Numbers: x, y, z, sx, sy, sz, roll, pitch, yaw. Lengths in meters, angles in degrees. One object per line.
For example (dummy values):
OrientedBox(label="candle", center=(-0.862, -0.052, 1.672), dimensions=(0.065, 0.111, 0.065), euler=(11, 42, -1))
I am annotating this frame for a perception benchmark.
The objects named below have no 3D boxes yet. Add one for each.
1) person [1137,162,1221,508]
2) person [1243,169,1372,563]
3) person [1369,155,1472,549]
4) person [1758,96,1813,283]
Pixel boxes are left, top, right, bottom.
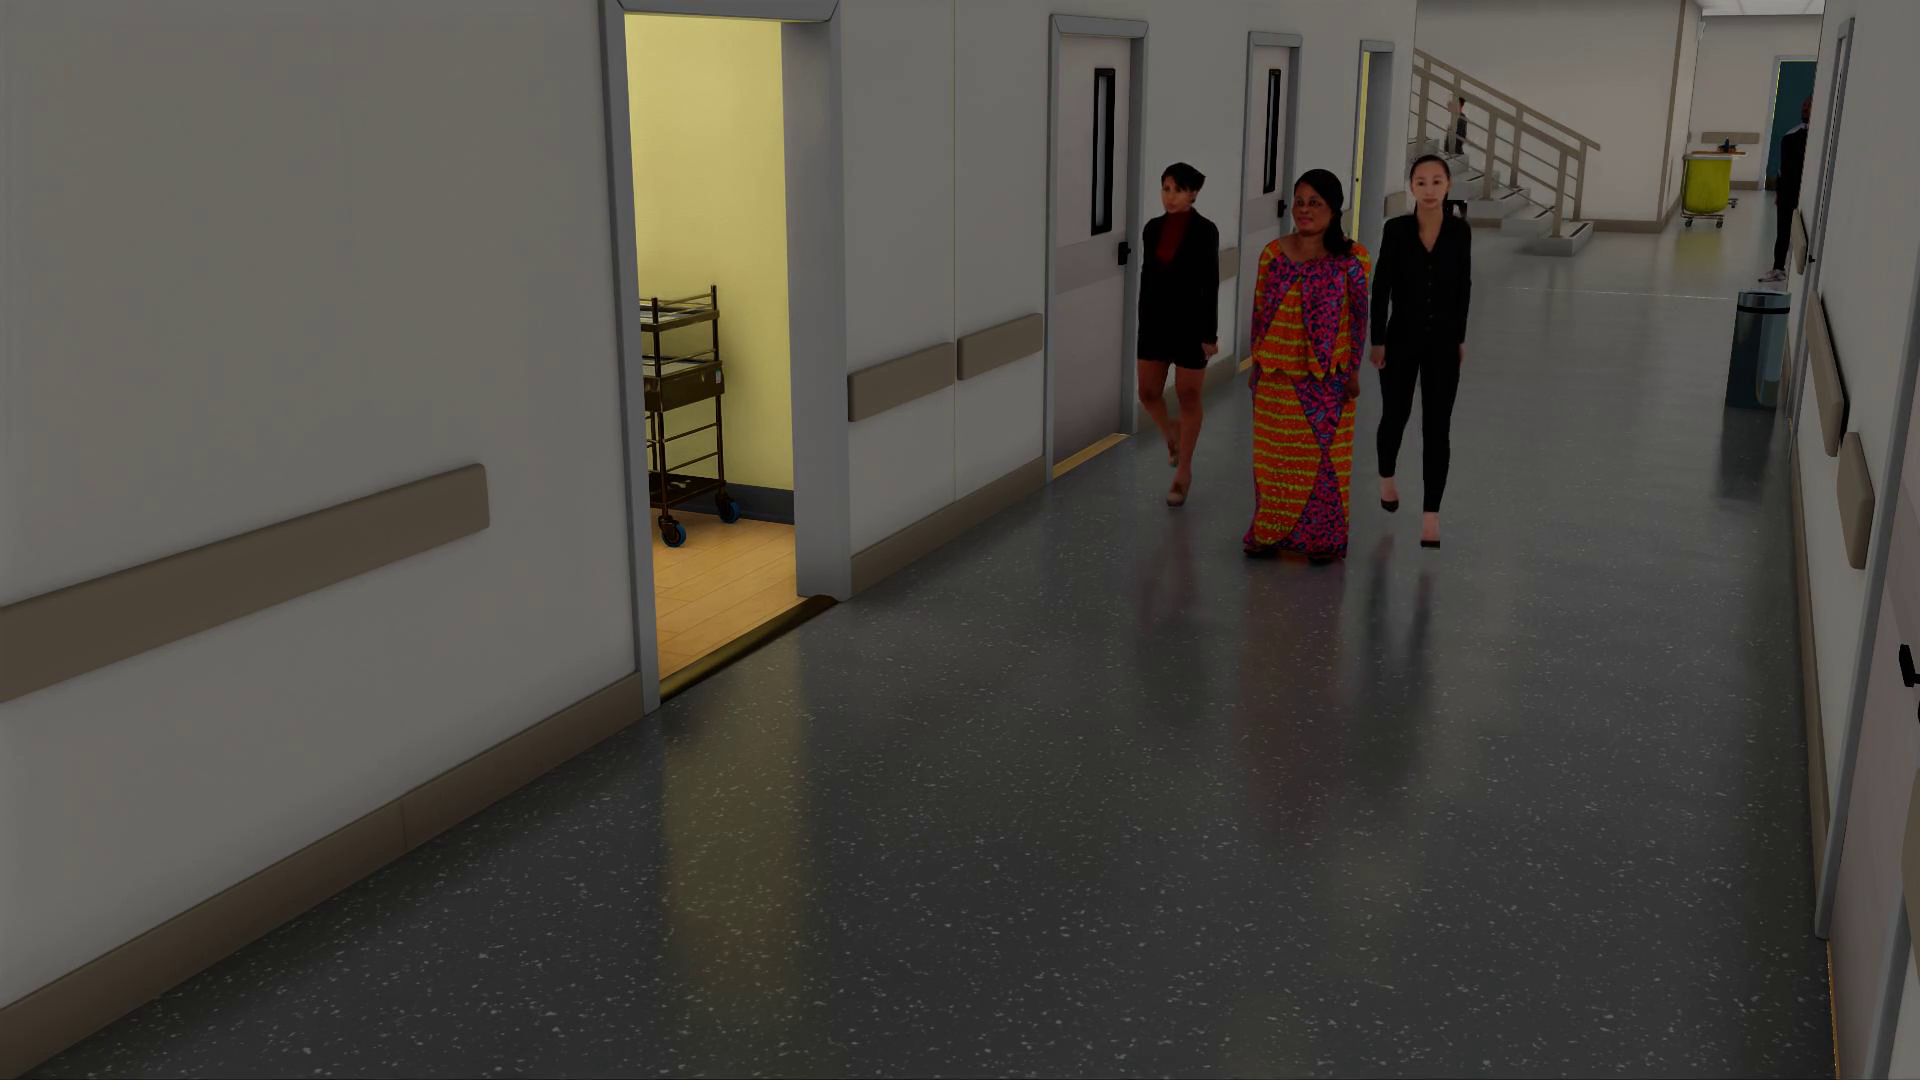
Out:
OrientedBox(label="person", center=(1.058, -0.979, 7.994), dimensions=(0.673, 1.630, 0.659), euler=(8, 18, 26))
OrientedBox(label="person", center=(1.479, -0.746, 7.073), dimensions=(0.566, 1.681, 0.688), euler=(7, 17, 24))
OrientedBox(label="person", center=(2.006, -0.826, 7.385), dimensions=(1.080, 1.665, 0.896), euler=(1, 16, 5))
OrientedBox(label="person", center=(8.342, -3.472, 16.472), dimensions=(0.795, 1.827, 0.677), euler=(-10, 19, -32))
